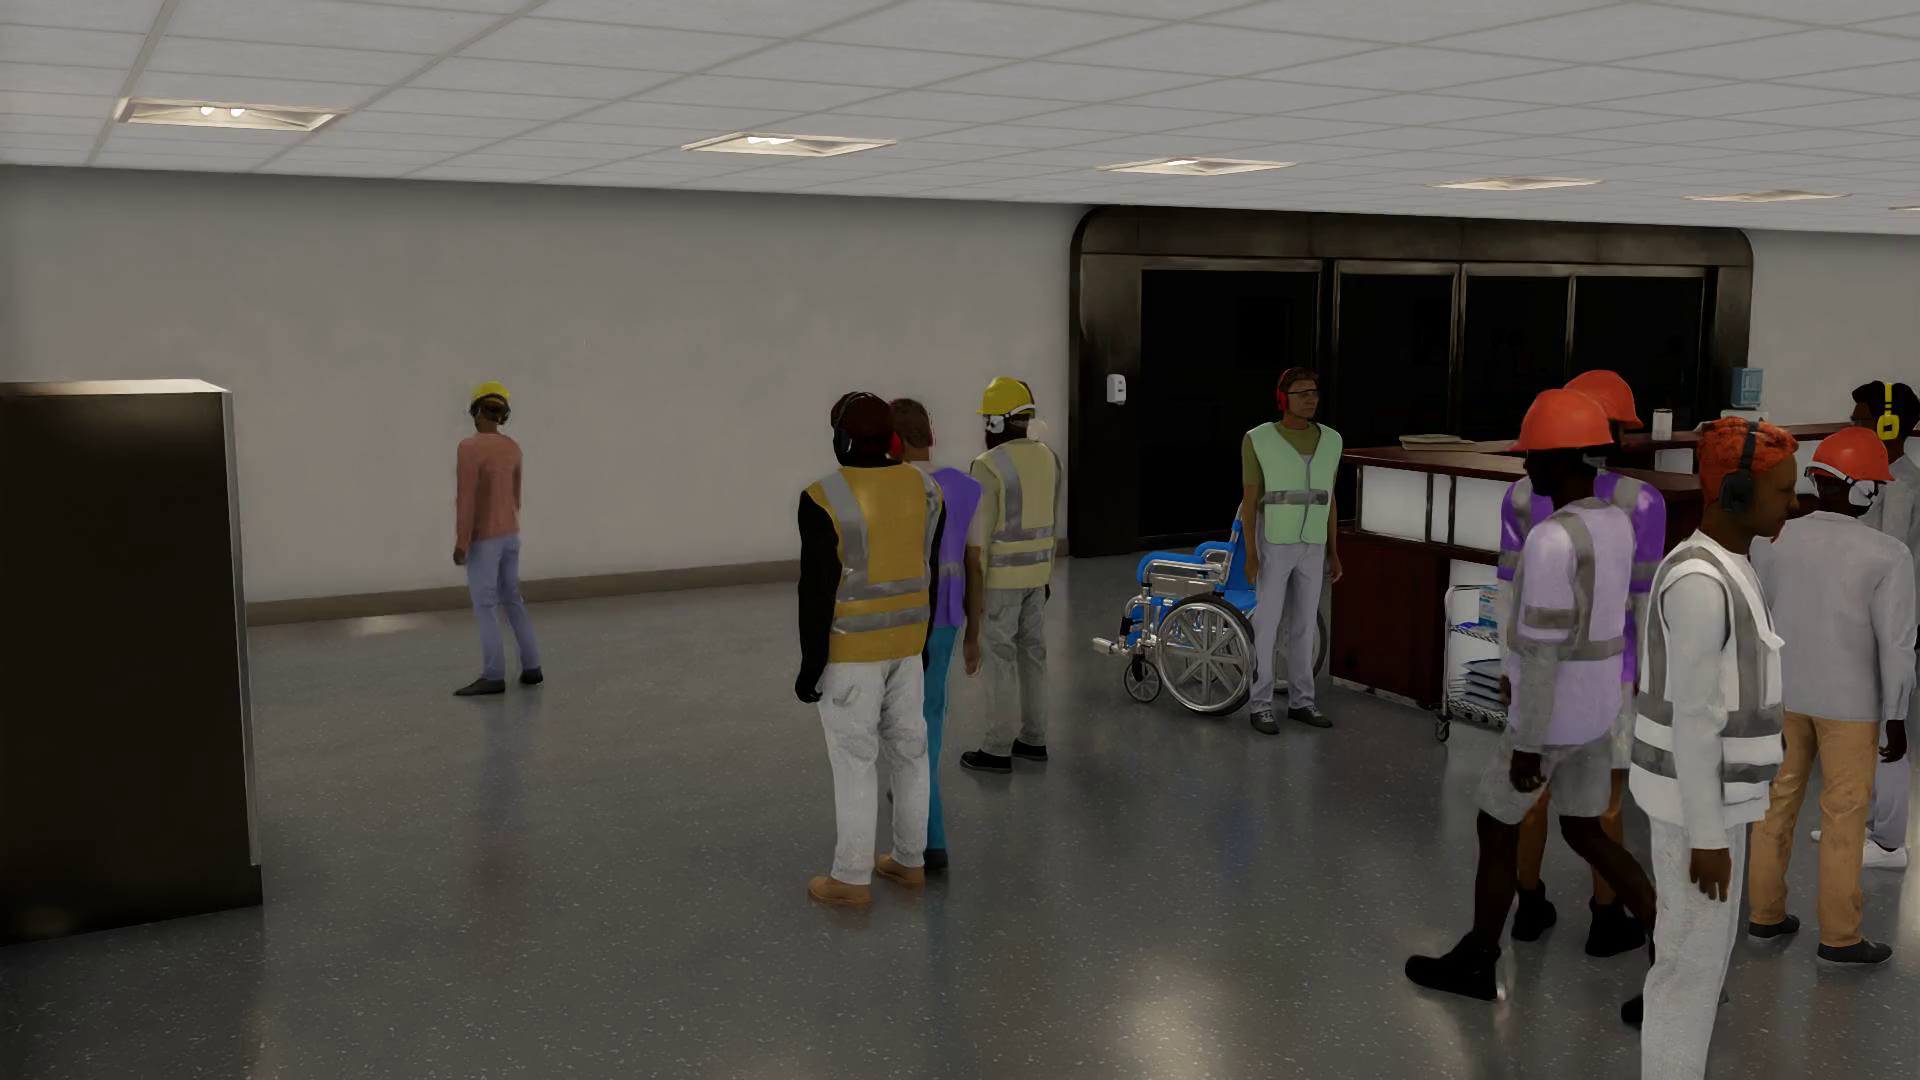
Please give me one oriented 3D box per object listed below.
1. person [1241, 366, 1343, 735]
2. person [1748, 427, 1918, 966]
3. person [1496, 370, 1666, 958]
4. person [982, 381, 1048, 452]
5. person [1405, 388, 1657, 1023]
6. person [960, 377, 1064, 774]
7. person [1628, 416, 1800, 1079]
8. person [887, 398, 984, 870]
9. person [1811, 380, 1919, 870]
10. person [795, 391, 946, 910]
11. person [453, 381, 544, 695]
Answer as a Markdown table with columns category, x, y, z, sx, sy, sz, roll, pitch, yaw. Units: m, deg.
| category | x | y | z | sx | sy | sz | roll | pitch | yaw |
| --- | --- | --- | --- | --- | --- | --- | --- | --- | --- |
| person | 1.674 | 0.045 | 8.442 | 0.565 | 1.849 | 0.389 | -3 | 9 | -23 |
| person | 2.861 | 0.503 | 5.470 | 0.343 | 1.749 | 0.572 | -4 | 9 | -29 |
| person | 2.065 | 0.405 | 5.538 | 0.545 | 1.933 | 0.376 | 7 | 10 | 41 |
| person | 0.402 | -0.347 | 12.098 | 0.504 | 1.627 | 0.285 | -1 | 8 | -10 |
| person | 1.819 | 0.504 | 4.939 | 0.556 | 1.909 | 0.880 | -8 | 11 | -44 |
| person | 0.224 | 0.161 | 7.705 | 0.403 | 1.825 | 0.593 | 6 | 10 | 39 |
| person | 1.834 | 0.641 | 4.037 | 0.382 | 1.880 | 0.576 | 5 | 9 | 31 |
| person | -0.189 | 0.339 | 6.548 | 0.564 | 1.788 | 0.935 | -4 | 9 | -26 |
| person | 3.517 | 0.325 | 6.380 | 0.336 | 1.865 | 0.503 | 4 | 9 | 25 |
| person | -0.341 | 0.392 | 5.960 | 0.624 | 1.845 | 0.430 | -7 | 11 | -42 |
| person | -2.557 | 0.003 | 9.217 | 0.404 | 1.729 | 0.580 | 2 | 8 | 17 |
